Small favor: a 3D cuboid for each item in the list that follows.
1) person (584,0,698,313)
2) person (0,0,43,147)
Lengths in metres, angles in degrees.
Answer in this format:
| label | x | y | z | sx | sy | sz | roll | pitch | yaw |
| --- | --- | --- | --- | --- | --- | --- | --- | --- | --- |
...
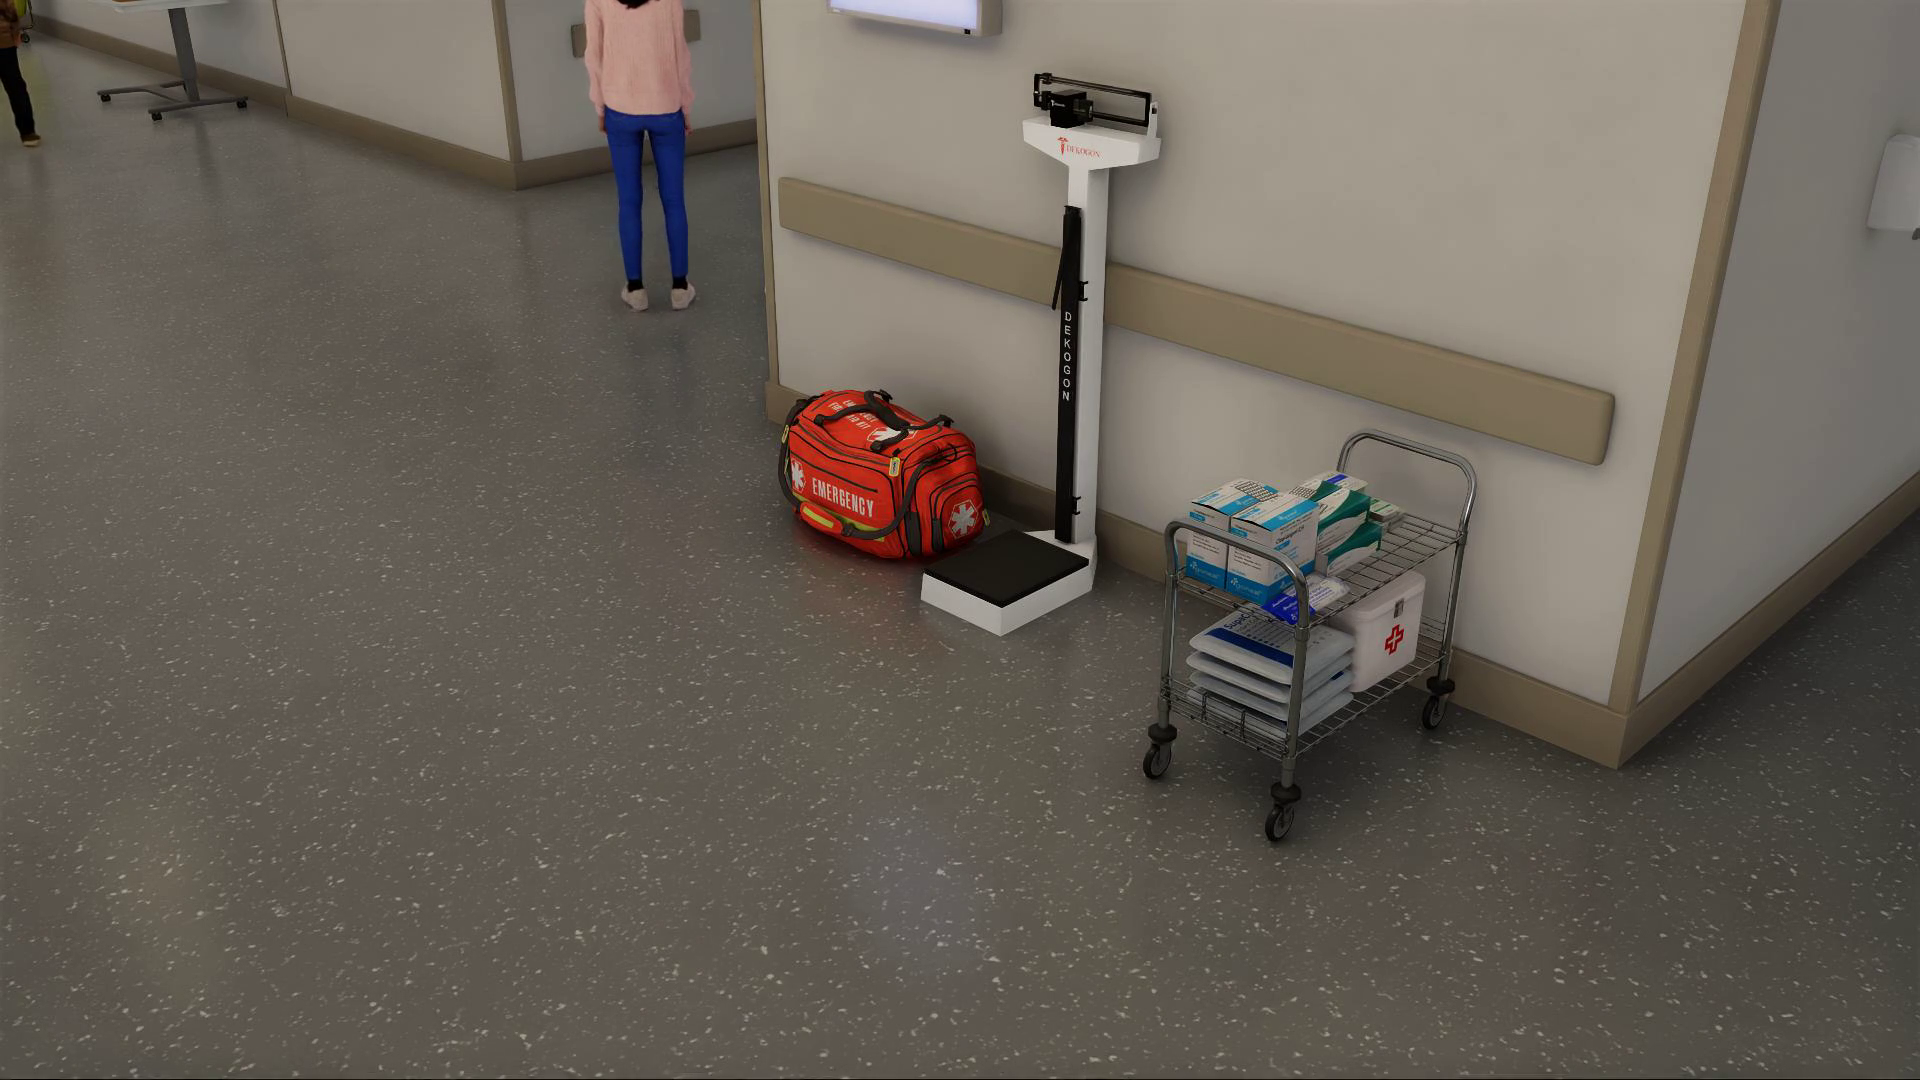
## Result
| label | x | y | z | sx | sy | sz | roll | pitch | yaw |
| --- | --- | --- | --- | --- | --- | --- | --- | --- | --- |
| person | -1.444 | -1.920 | 7.567 | 0.718 | 1.765 | 0.765 | -1 | 26 | -3 |
| person | -6.297 | -3.275 | 10.735 | 0.671 | 1.454 | 0.690 | -10 | 27 | -20 |
